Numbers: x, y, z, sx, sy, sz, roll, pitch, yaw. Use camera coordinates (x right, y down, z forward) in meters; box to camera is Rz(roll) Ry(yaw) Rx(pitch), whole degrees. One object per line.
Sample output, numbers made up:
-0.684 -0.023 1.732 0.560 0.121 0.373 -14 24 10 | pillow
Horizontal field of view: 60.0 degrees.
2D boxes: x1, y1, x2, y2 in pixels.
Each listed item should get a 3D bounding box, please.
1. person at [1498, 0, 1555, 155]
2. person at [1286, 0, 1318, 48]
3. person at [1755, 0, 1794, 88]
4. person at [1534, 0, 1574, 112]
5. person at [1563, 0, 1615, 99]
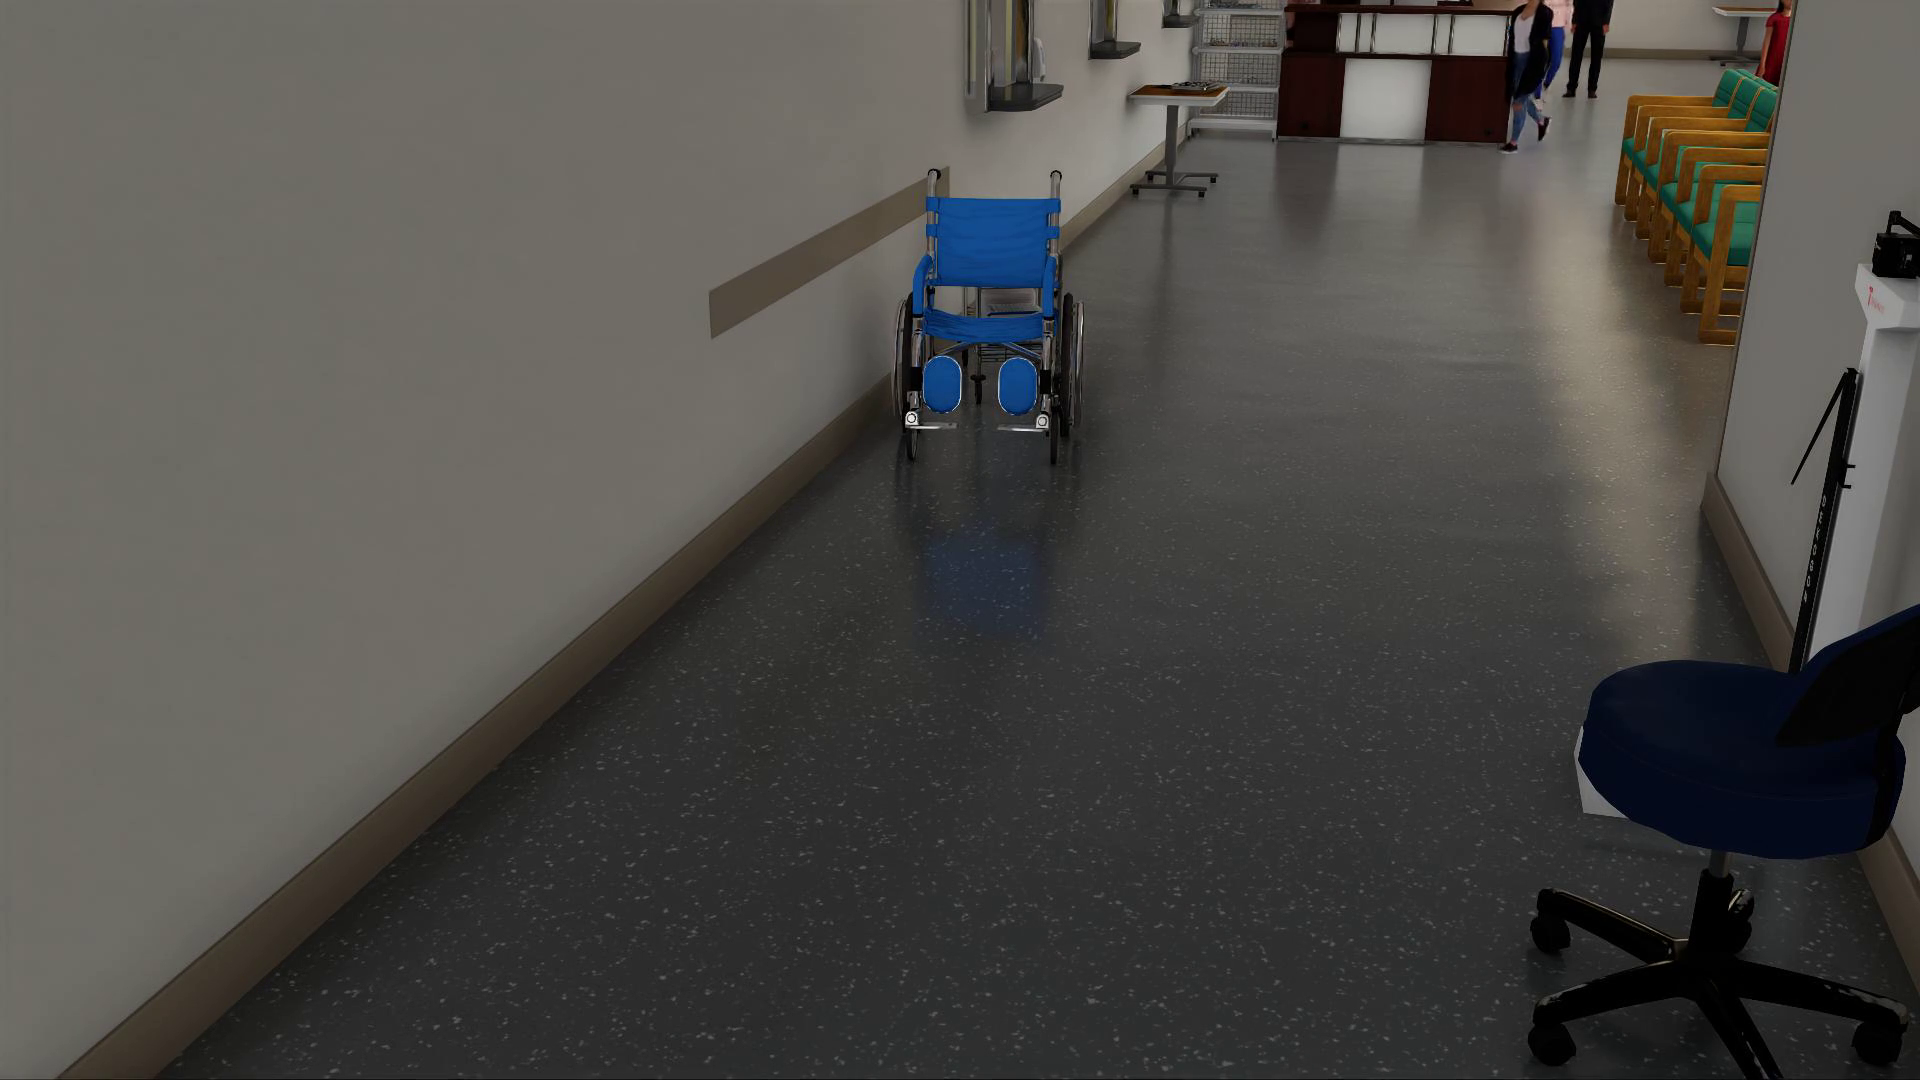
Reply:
5.505 -4.556 15.978 1.085 1.662 1.060 -13 25 -32 | person
5.136 -8.152 25.149 1.147 1.891 0.814 4 21 10 | person
8.237 -4.789 16.747 0.593 1.553 0.654 1 21 3 | person
6.861 -5.925 19.465 0.701 1.752 0.737 3 21 8 | person
7.902 -6.498 20.813 0.573 1.868 0.721 9 22 22 | person
